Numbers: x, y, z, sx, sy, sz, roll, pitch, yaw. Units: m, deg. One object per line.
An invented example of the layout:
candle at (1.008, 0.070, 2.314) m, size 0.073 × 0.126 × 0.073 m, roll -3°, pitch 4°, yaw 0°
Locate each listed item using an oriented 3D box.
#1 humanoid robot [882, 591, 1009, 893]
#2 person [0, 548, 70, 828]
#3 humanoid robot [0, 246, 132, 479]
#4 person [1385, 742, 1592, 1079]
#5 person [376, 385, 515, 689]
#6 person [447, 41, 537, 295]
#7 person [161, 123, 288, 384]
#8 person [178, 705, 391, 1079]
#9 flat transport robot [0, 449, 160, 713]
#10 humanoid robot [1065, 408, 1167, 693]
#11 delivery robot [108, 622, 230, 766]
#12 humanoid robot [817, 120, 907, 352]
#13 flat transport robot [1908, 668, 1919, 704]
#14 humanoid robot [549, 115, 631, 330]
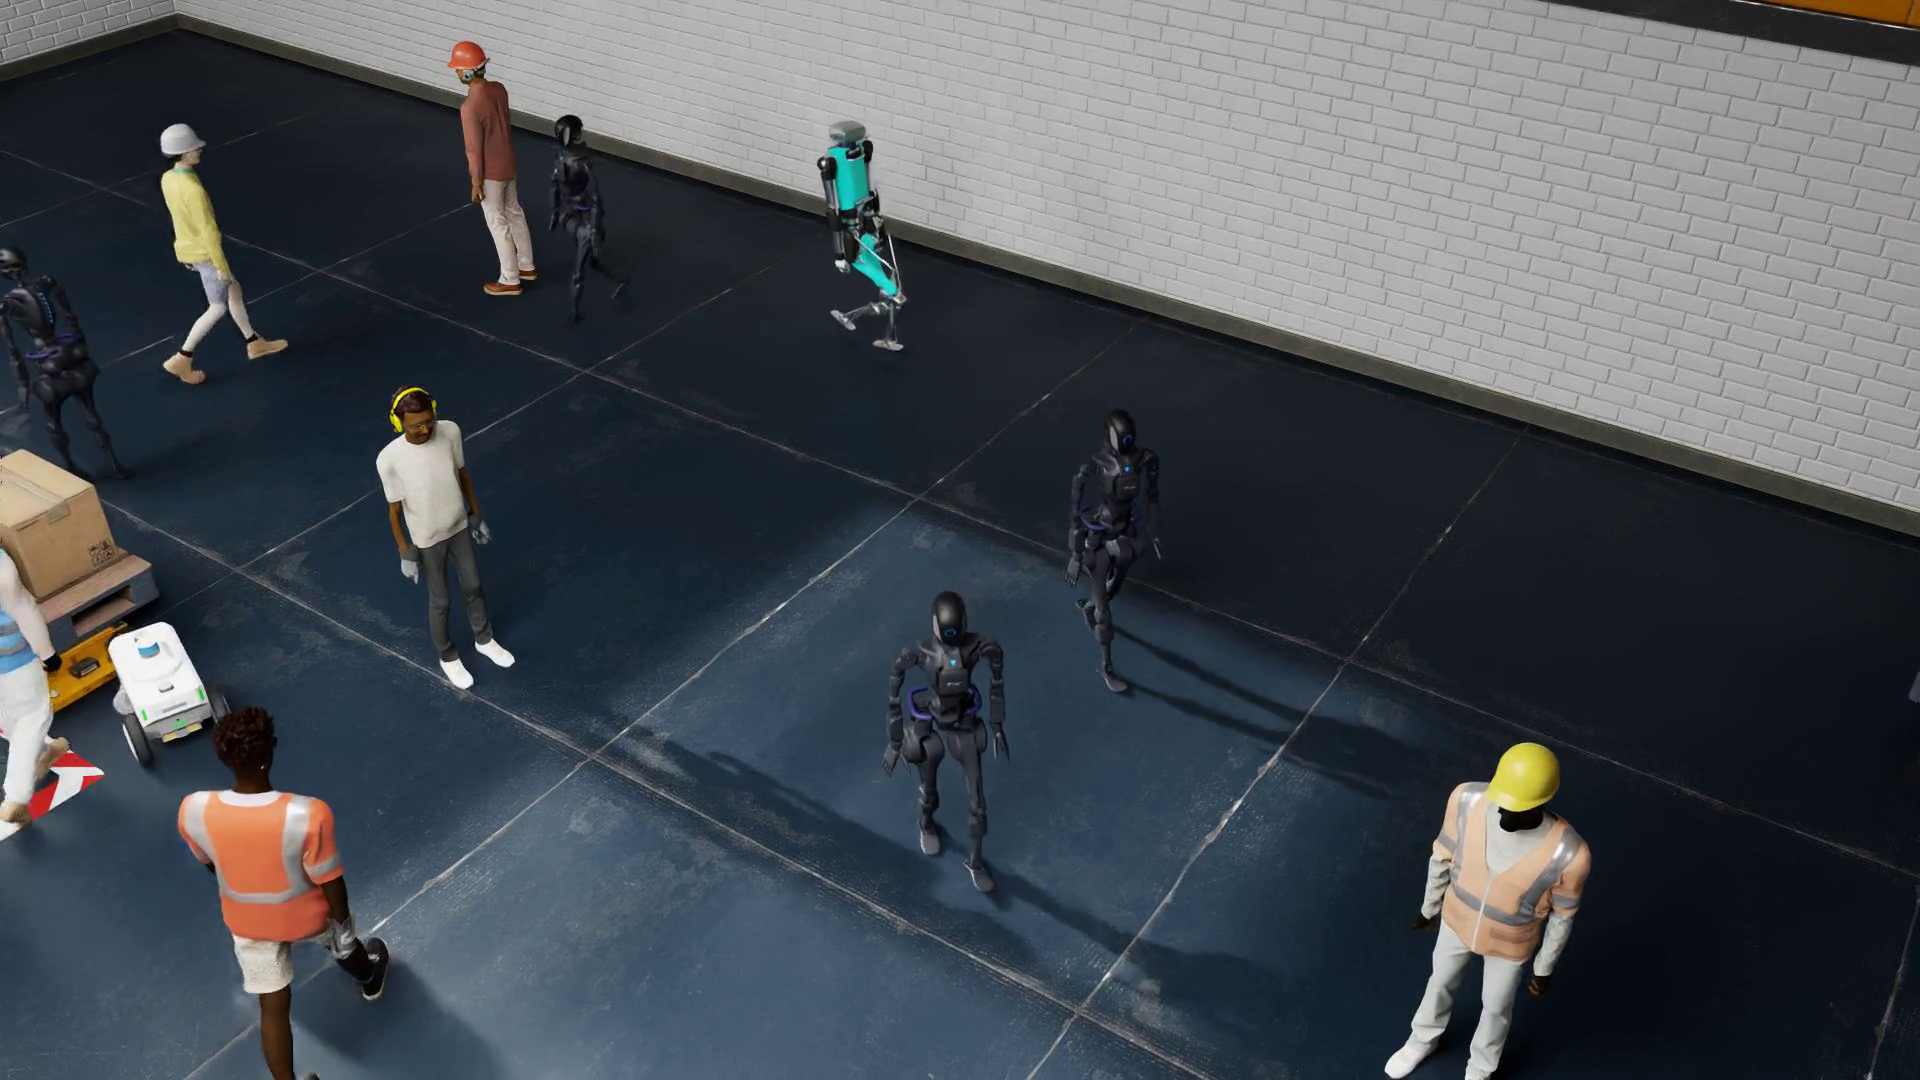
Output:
humanoid robot at (-0.056, 0.915, 7.736) m, size 0.609 × 1.633 × 0.599 m, roll -8°, pitch 36°, yaw -12°
person at (-4.745, 0.593, 8.065) m, size 0.633 × 1.820 × 0.761 m, roll 2°, pitch 35°, yaw 3°
humanoid robot at (-5.788, -1.105, 10.623) m, size 0.561 × 1.634 × 0.586 m, roll 11°, pitch 37°, yaw 16°
person at (2.103, 1.543, 6.613) m, size 0.585 × 1.928 × 0.376 m, roll 26°, pitch 43°, yaw 32°
person at (-2.768, -0.020, 8.913) m, size 0.346 × 1.856 × 0.521 m, roll 26°, pitch 43°, yaw 32°
person at (-3.633, -2.872, 12.877) m, size 0.405 × 1.986 × 0.616 m, roll 7°, pitch 36°, yaw 10°
person at (-5.393, -2.014, 11.760) m, size 0.868 × 1.864 × 0.488 m, roll -30°, pitch 45°, yaw -35°
person at (-2.744, 1.461, 6.753) m, size 0.612 × 1.911 × 1.027 m, roll -2°, pitch 35°, yaw -3°
flat transport robot at (-5.366, 0.532, 9.503) m, size 1.431 × 0.231 × 0.659 m, roll 21°, pitch 40°, yaw 27°
humanoid robot at (0.831, -0.017, 9.116) m, size 0.600 × 1.643 × 0.777 m, roll -16°, pitch 38°, yaw -21°
delivery robot at (-4.276, 0.785, 8.886) m, size 0.523 × 0.587 × 0.743 m, roll -22°, pitch 41°, yaw -28°
humanoid robot at (-0.617, -2.123, 12.021) m, size 1.030 × 1.727 × 0.542 m, roll 21°, pitch 40°, yaw 28°
flat transport robot at (5.776, 1.015, 8.813) m, size 1.431 × 0.231 × 0.659 m, roll -27°, pitch 43°, yaw -33°
humanoid robot at (-2.836, -2.452, 12.589) m, size 0.602 × 1.632 × 0.784 m, roll 29°, pitch 44°, yaw 35°
